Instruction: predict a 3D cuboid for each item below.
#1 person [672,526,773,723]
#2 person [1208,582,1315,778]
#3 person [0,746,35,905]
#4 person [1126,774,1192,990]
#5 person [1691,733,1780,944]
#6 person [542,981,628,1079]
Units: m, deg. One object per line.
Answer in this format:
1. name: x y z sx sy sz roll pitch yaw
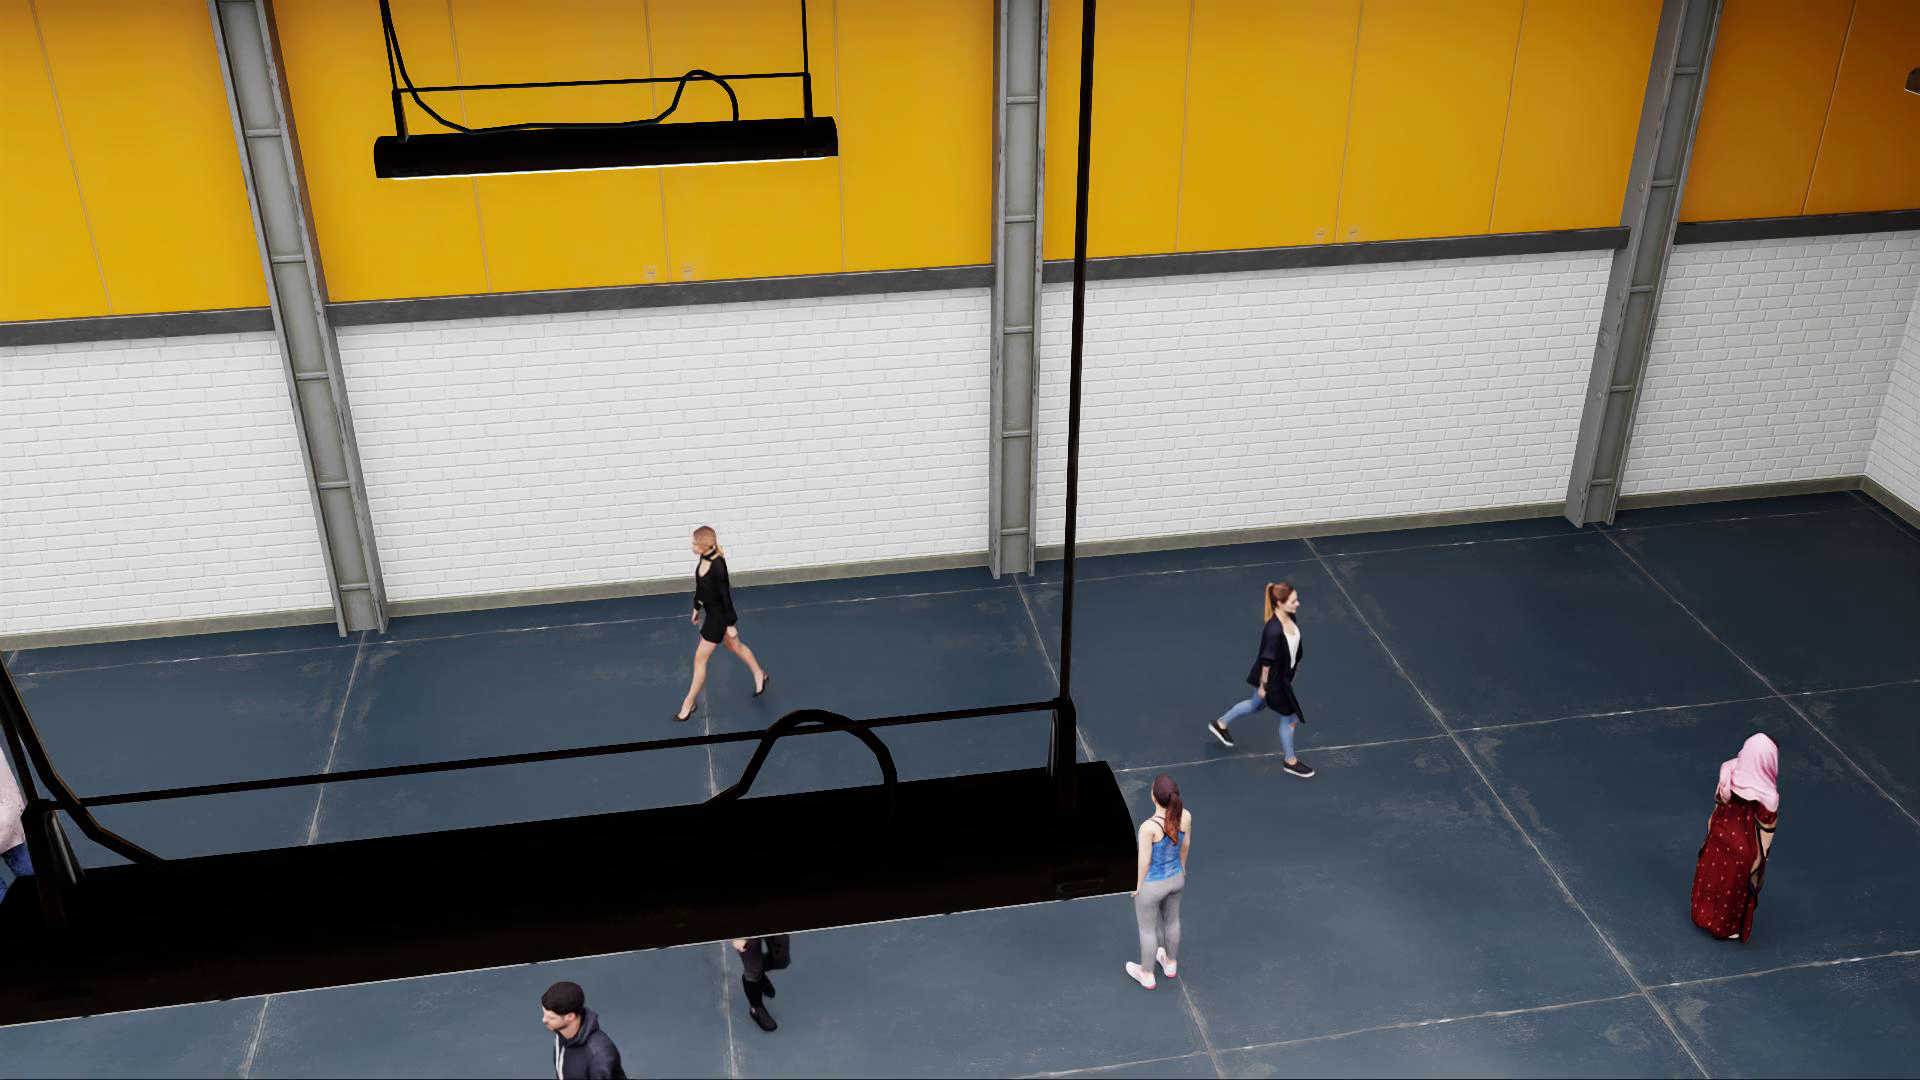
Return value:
1. person: -1.898 0.656 13.569 1.195 1.712 0.835 -14 32 -24
2. person: 2.350 1.047 12.919 1.204 1.647 1.063 14 31 24
3. person: -6.517 1.874 11.313 0.648 1.734 0.705 -3 29 -5
4. person: 1.300 2.211 10.824 0.568 1.608 0.694 -16 32 -27
5. person: 5.245 1.990 11.201 0.670 1.637 0.711 -11 31 -19
6. person: -1.868 3.053 9.028 1.161 1.851 1.017 -25 37 -38
